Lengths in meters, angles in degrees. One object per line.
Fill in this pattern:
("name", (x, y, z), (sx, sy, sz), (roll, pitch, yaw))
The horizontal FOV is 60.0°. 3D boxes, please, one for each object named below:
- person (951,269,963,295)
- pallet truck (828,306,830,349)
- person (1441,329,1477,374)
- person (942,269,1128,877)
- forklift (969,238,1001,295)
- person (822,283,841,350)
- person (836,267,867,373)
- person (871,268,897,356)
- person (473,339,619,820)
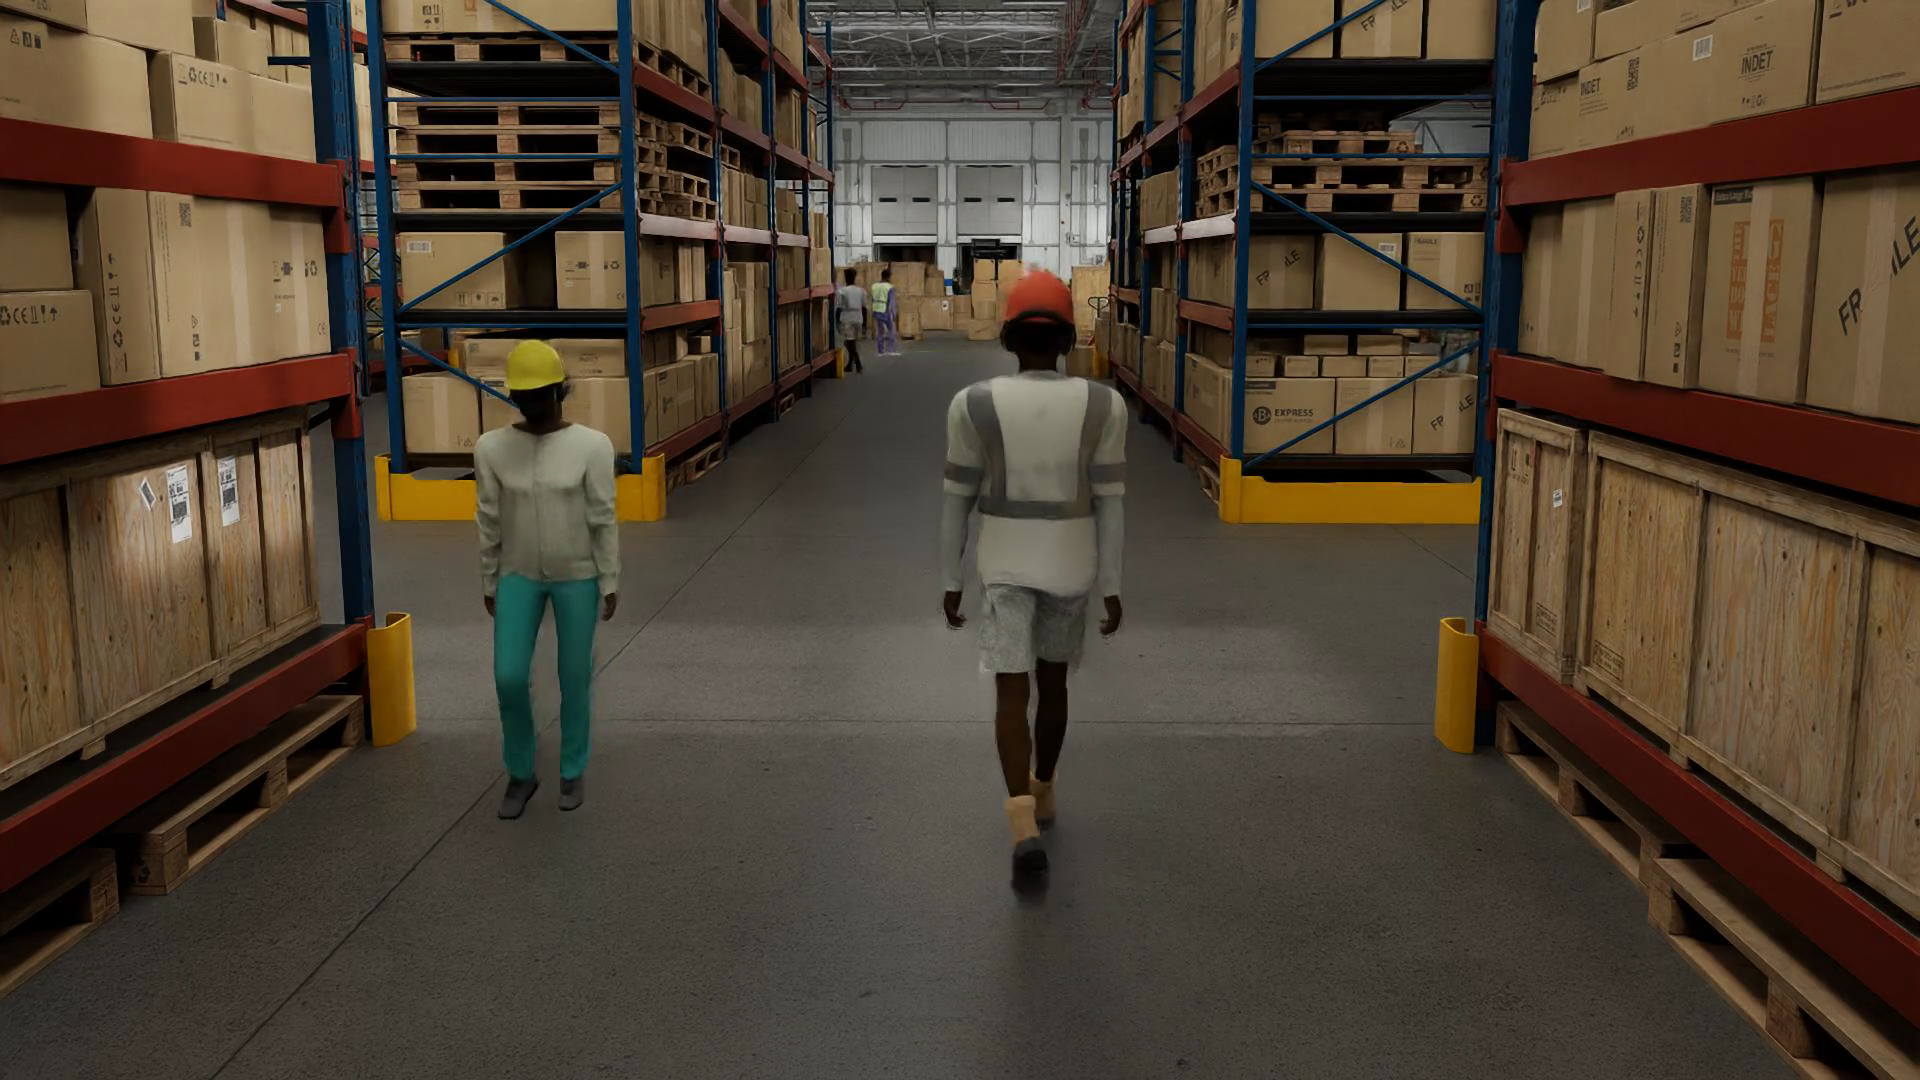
("person", (-0.069, -8.813, 59.652), (0.507, 1.790, 1.053), (7, 12, 36))
("pallet truck", (-3.100, -3.940, 29.800), (1.885, 1.965, 0.823), (3, 10, 19))
("person", (7.390, -2.899, 24.677), (0.522, 1.615, 0.693), (2, 10, 11))
("person", (0.254, 0.097, 5.607), (0.618, 2.011, 0.985), (0, 9, -3))
("forklift", (0.882, -8.750, 55.973), (1.129, 2.768, 1.873), (-1, 10, -5))
("person", (-2.494, -4.203, 31.639), (0.534, 1.917, 0.623), (-4, 10, -22))
("person", (-1.935, -3.973, 30.204), (0.634, 1.937, 0.866), (-6, 11, -32))
("person", (-1.676, -4.914, 35.948), (0.625, 1.910, 0.417), (6, 11, 34))
("person", (-1.497, 0.154, 6.036), (0.525, 1.750, 0.521), (-1, 10, -7))
